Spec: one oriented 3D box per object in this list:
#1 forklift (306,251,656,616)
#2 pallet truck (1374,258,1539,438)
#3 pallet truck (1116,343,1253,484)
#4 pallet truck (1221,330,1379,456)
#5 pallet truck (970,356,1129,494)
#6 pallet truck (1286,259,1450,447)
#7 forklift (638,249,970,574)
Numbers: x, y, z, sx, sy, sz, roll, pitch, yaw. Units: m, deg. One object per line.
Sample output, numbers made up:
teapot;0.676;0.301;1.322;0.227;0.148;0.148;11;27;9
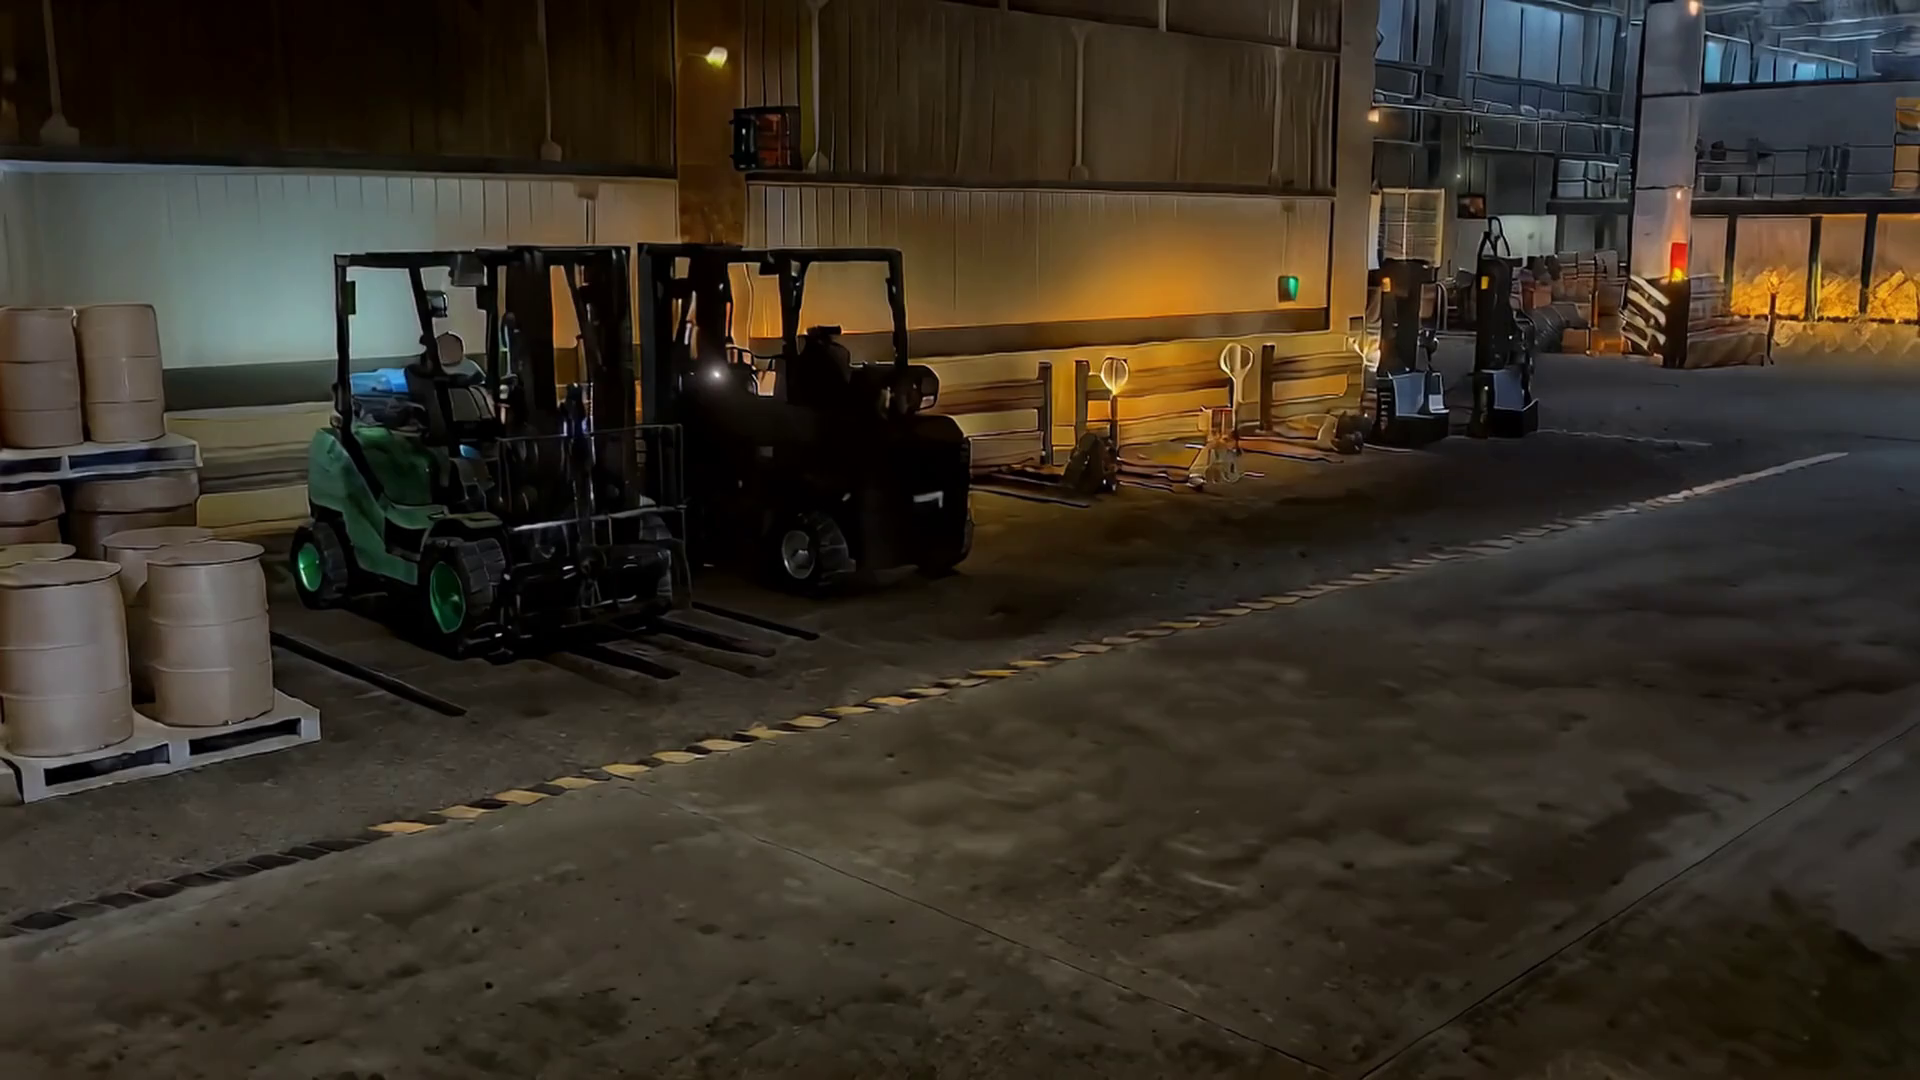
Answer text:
forklift;-2.833;-0.669;9.694;1.157;1.987;2.680;-10;14;-44
pallet truck;5.704;-2.208;18.901;1.885;1.965;0.823;10;14;43
pallet truck;1.962;-1.215;15.415;1.522;1.261;0.704;10;14;43
pallet truck;3.563;-1.581;17.381;0.653;1.274;1.630;-10;14;-44
pallet truck;0.784;-1.085;14.876;0.680;1.201;1.601;-10;14;-44
pallet truck;4.493;-2.078;18.196;0.823;1.965;1.885;-9;14;-40
forklift;-1.173;-0.958;11.239;2.680;1.987;1.157;10;14;43
